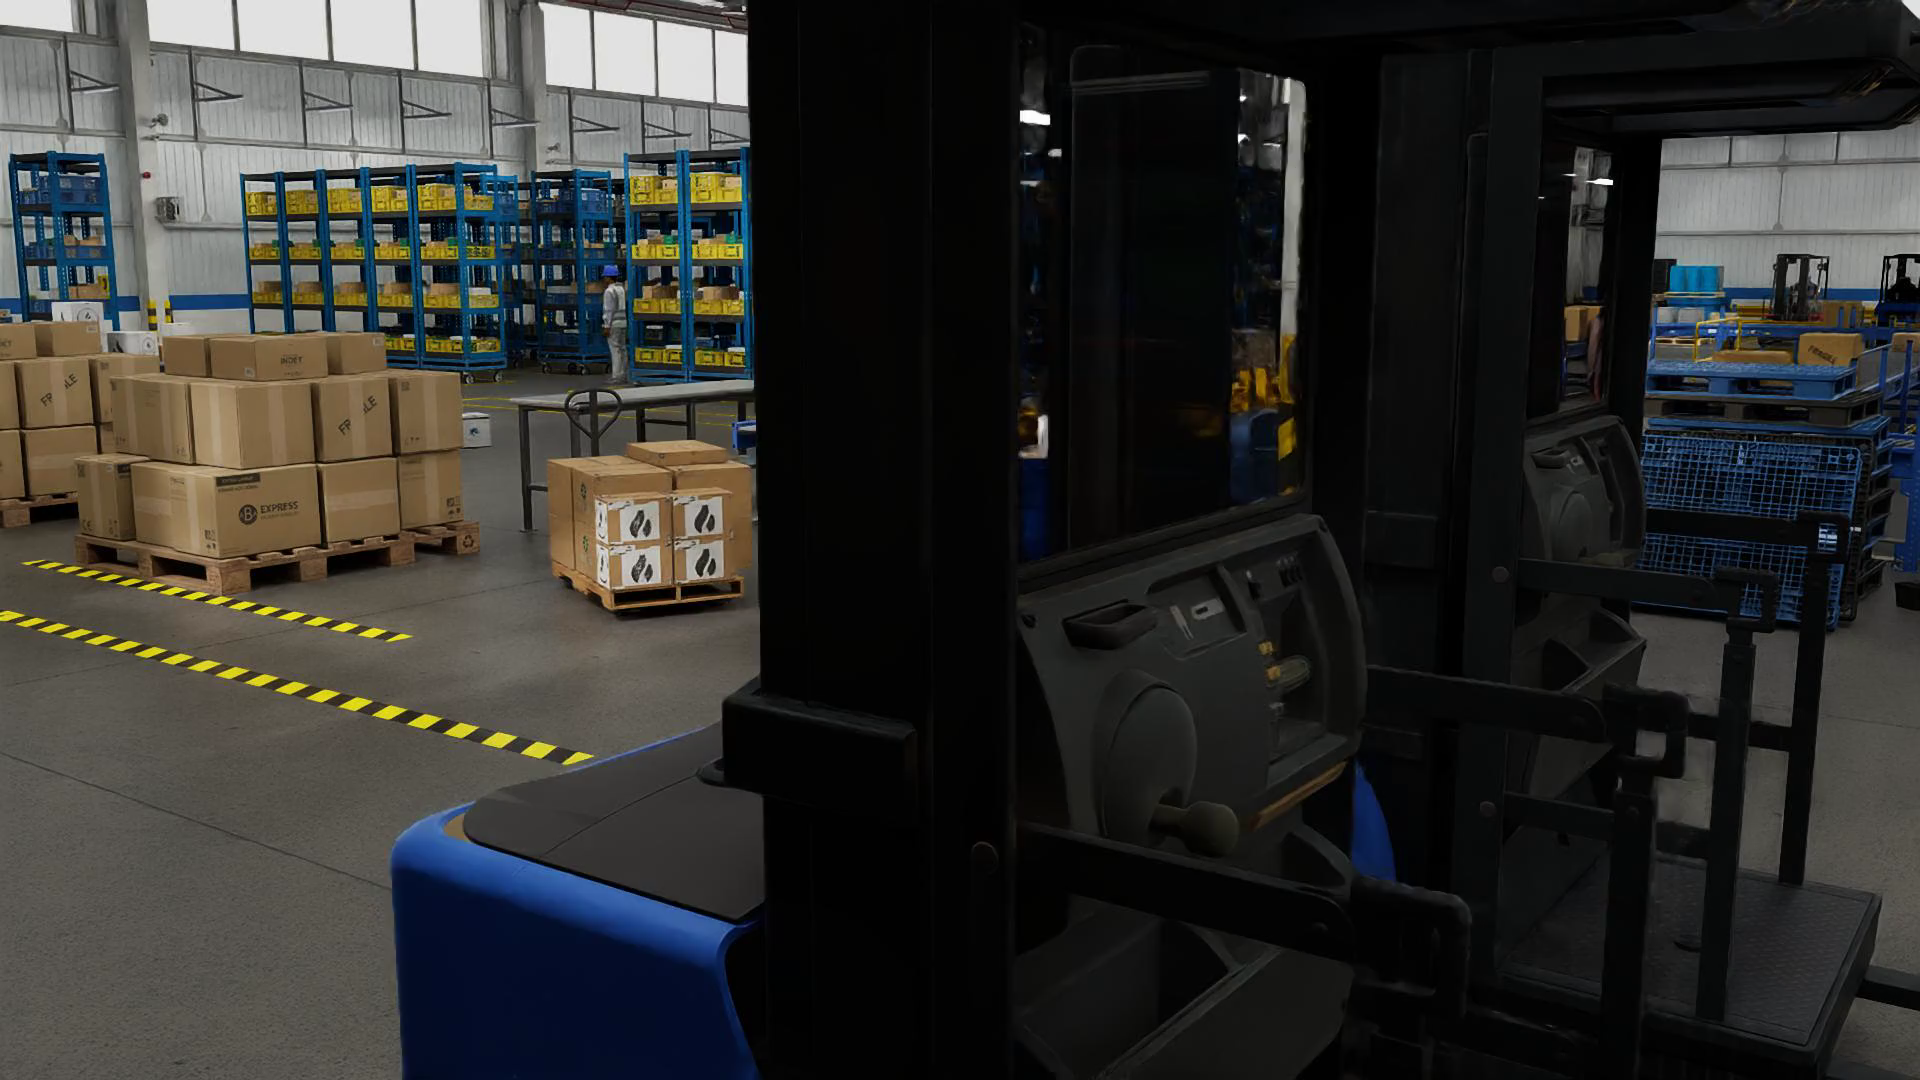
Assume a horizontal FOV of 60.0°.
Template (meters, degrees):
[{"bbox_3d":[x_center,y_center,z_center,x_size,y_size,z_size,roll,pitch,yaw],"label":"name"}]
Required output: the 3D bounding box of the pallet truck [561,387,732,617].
[{"bbox_3d":[-1.981,-0.274,10.088,0.680,1.201,1.601,-5,11,-28],"label":"pallet truck"}]

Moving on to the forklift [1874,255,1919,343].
[{"bbox_3d":[22.089,-5.634,38.796,1.157,1.987,2.680,6,11,33],"label":"forklift"}]

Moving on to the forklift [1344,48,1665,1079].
[{"bbox_3d":[1.249,-0.137,4.360,1.873,2.768,1.129,7,12,35],"label":"forklift"}]

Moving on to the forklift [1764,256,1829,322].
[{"bbox_3d":[20.253,-5.854,40.139,1.157,1.987,2.680,7,12,35],"label":"forklift"}]

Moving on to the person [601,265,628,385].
[{"bbox_3d":[-5.651,-3.509,27.211,0.389,1.949,0.603,2,10,12],"label":"person"}]

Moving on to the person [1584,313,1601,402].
[{"bbox_3d":[7.330,-1.995,18.753,0.543,1.752,0.485,3,10,19],"label":"person"}]
